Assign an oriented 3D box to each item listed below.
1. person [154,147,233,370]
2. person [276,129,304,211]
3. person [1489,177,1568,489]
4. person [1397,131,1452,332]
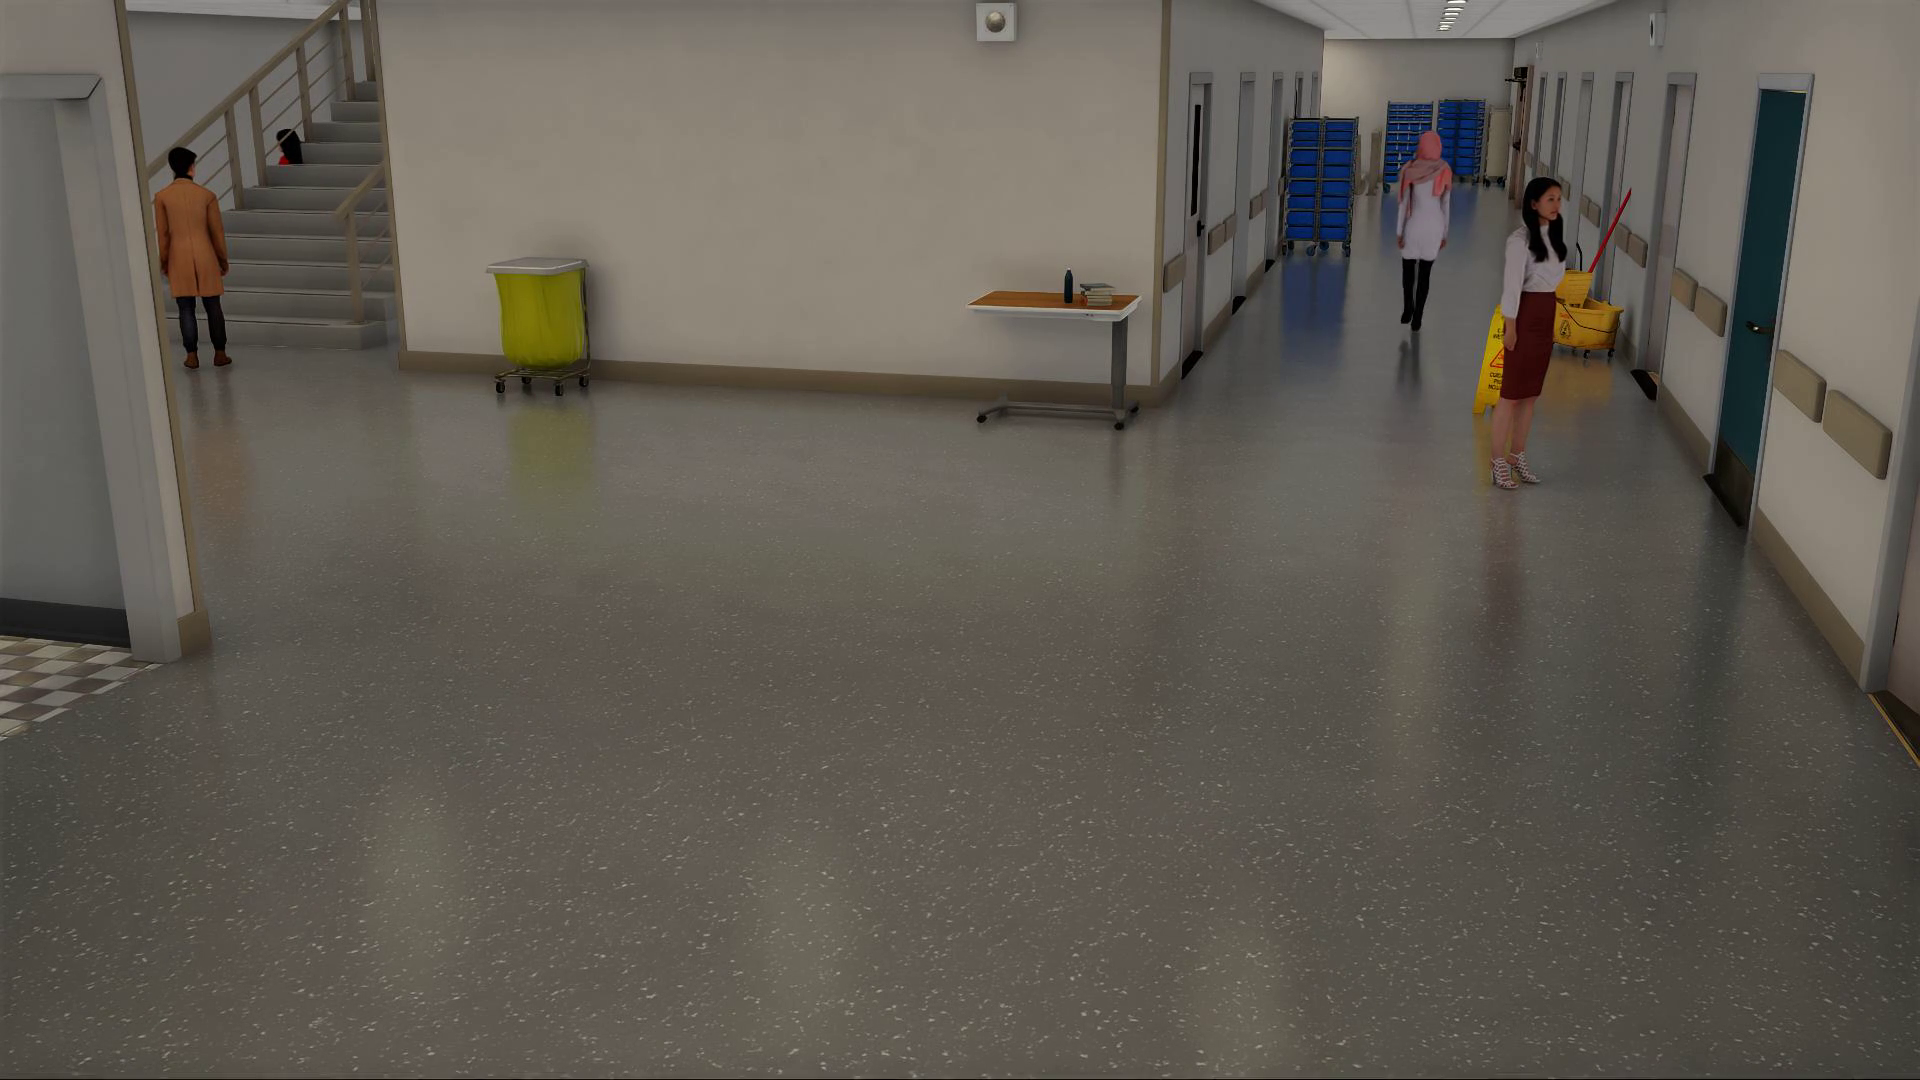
[{"bbox_3d":[-6.106,-2.242,13.227,0.770,1.725,0.813,-7,17,-22],"label":"person"},{"bbox_3d":[-6.902,-3.386,17.323,0.700,1.747,0.587,2,16,6],"label":"person"},{"bbox_3d":[3.239,-1.172,9.466,0.644,1.750,0.739,-12,20,-37],"label":"person"},{"bbox_3d":[4.209,-2.776,15.075,0.604,1.793,0.700,4,16,13],"label":"person"}]
